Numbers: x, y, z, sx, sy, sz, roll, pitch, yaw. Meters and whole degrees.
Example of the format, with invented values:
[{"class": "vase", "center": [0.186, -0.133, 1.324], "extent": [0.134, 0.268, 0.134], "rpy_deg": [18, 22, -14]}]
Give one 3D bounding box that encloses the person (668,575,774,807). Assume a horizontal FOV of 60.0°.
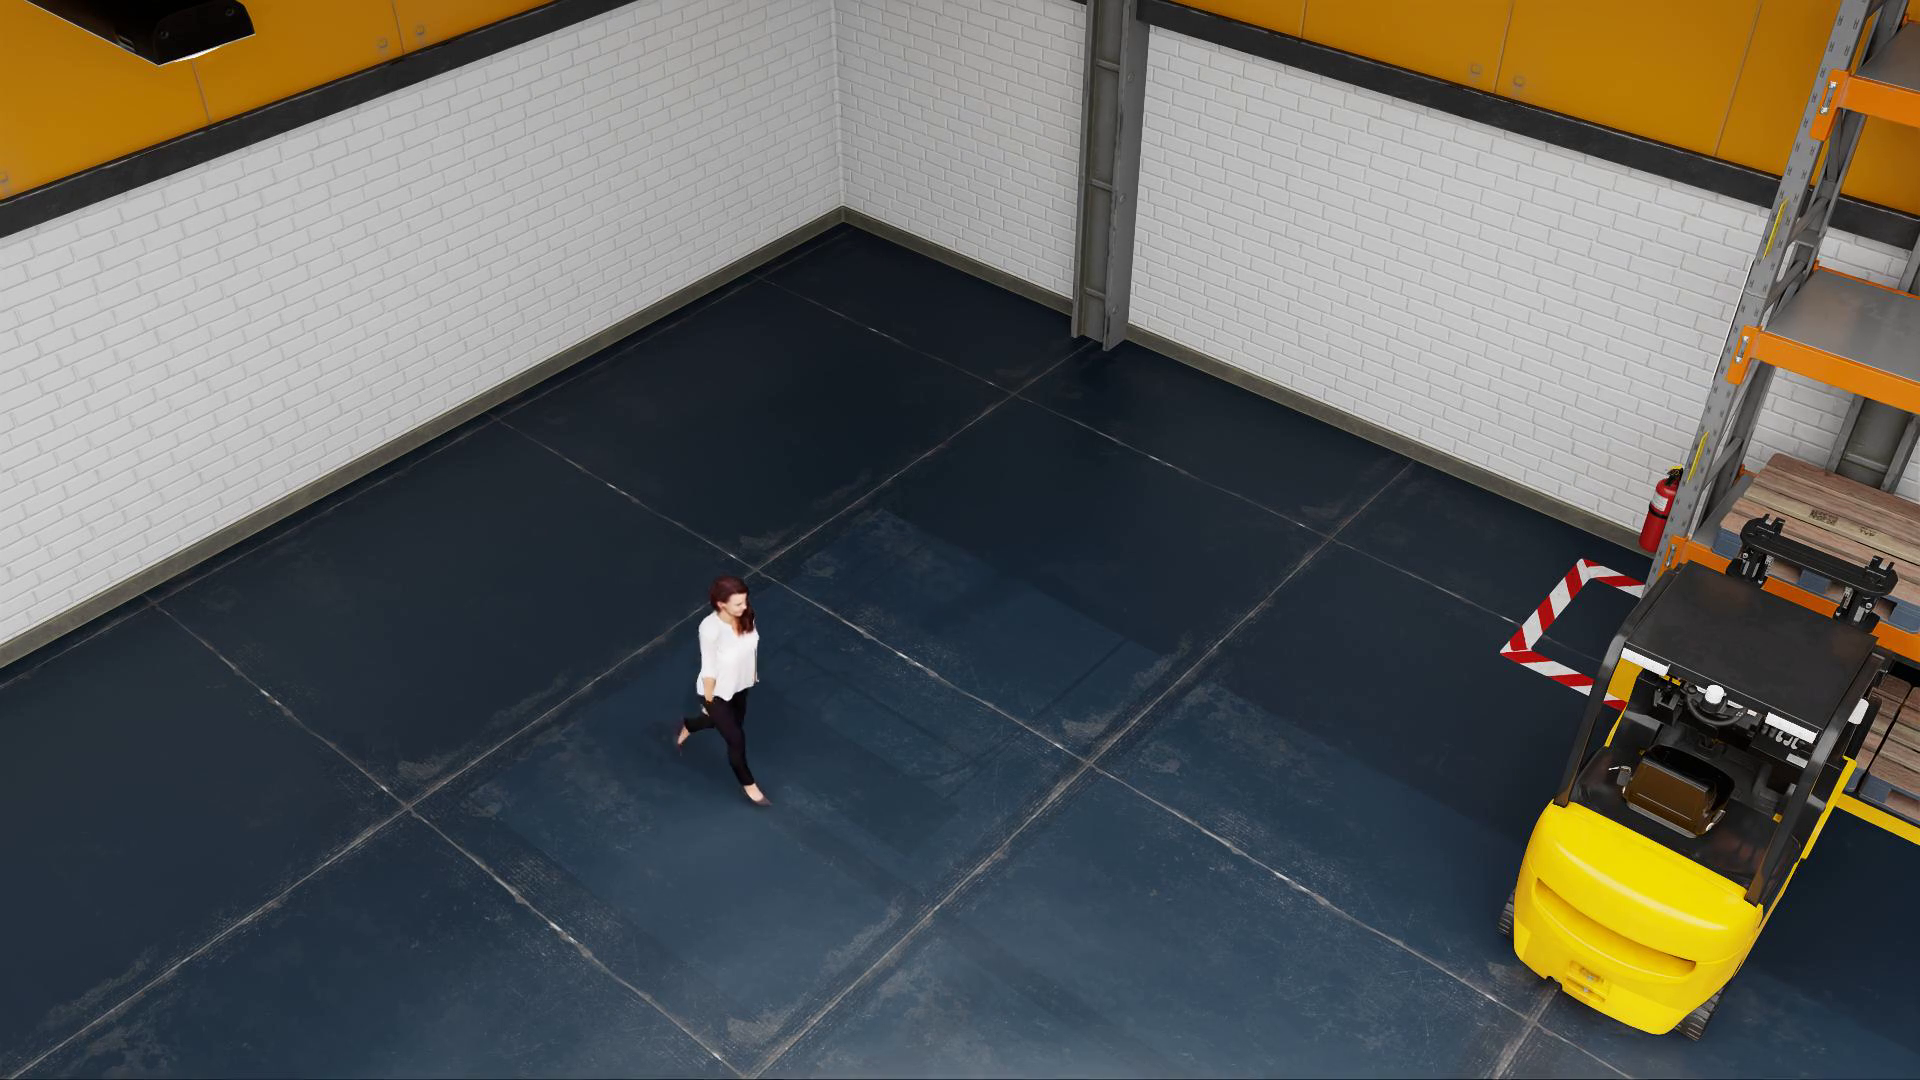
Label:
[{"class": "person", "center": [-1.477, 0.865, 9.832], "extent": [1.061, 1.757, 0.718], "rpy_deg": [21, 43, 24]}]
